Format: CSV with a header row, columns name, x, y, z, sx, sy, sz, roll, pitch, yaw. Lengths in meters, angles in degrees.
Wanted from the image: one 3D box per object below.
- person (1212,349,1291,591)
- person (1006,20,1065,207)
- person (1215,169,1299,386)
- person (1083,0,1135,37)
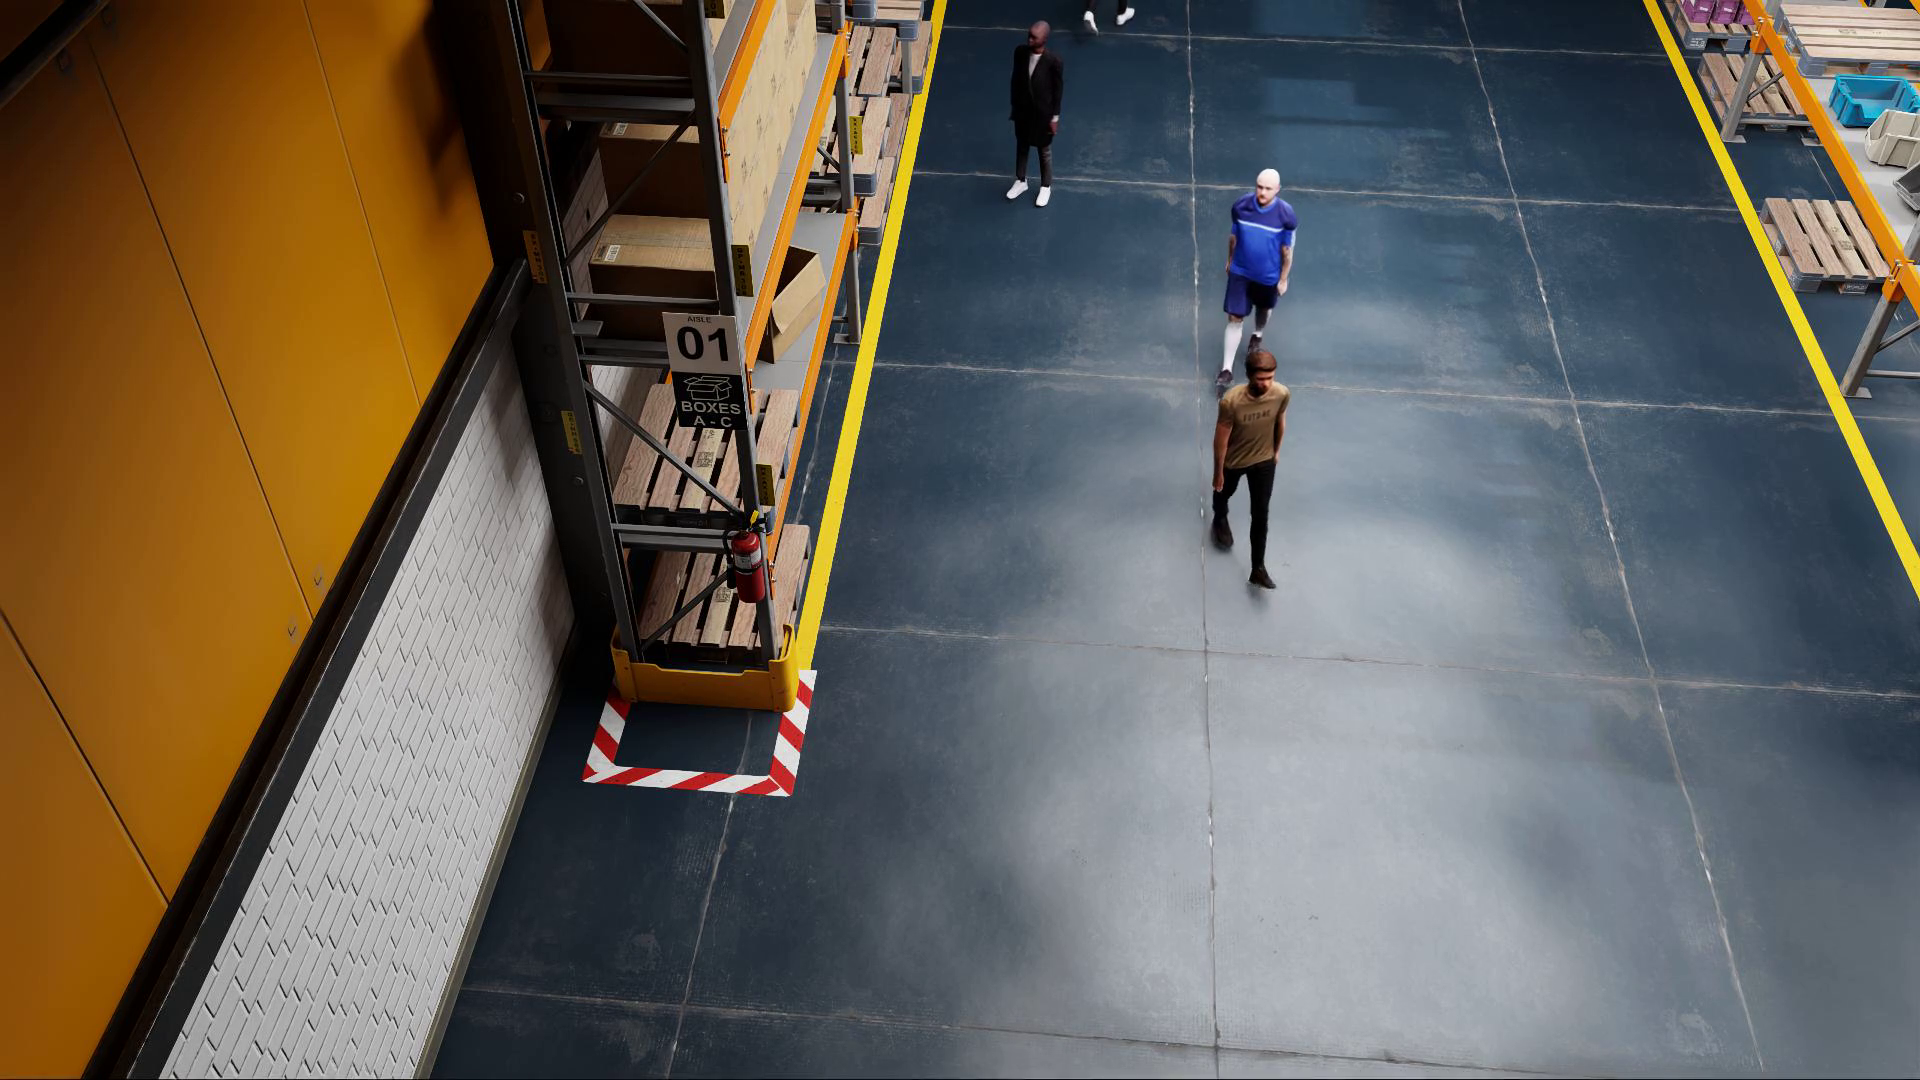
name,x,y,z,sx,sy,sz,roll,pitch,yaw
person,1.950,-0.611,11.533,0.899,1.811,1.253,-7,44,-7
person,0.691,-3.869,14.989,0.720,1.762,0.696,20,47,20
person,2.373,-2.150,13.165,0.897,1.787,1.218,14,45,14
person,1.598,-6.179,17.315,1.053,1.898,1.256,26,49,25
